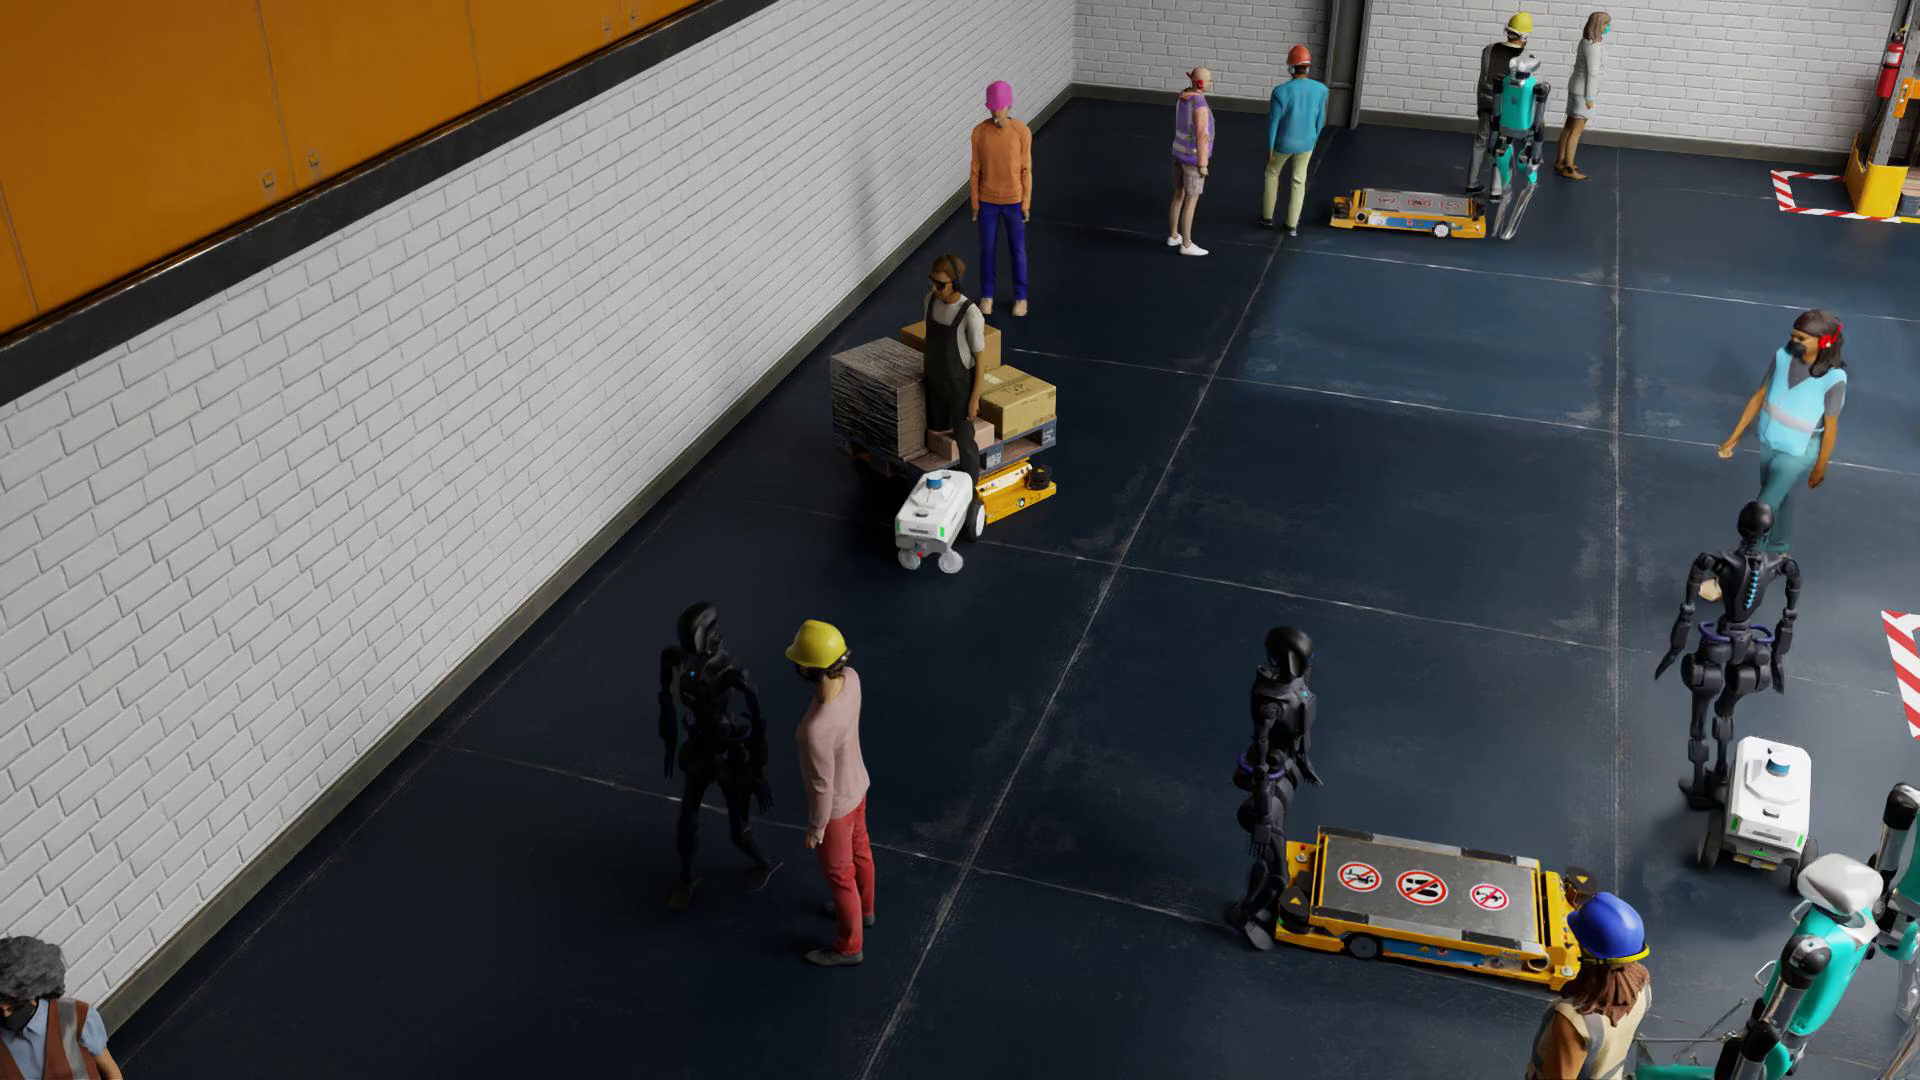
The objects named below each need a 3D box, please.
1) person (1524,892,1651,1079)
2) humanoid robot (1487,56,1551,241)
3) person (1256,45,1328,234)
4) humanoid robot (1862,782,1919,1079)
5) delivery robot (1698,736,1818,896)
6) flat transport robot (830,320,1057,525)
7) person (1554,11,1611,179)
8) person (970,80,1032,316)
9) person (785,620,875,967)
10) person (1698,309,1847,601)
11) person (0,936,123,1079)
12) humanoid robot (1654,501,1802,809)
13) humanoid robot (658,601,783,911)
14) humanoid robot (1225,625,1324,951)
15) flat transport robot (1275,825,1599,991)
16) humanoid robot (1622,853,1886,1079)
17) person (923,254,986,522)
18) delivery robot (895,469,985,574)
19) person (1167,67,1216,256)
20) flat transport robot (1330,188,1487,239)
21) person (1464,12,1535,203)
[{"bbox_3d":[2.122,1.947,5.822,0.484,1.777,0.312,-20,36,-30],"label":"person"},{"bbox_3d":[5.165,-3.537,15.287,0.717,1.873,0.533,-26,39,-37],"label":"humanoid robot"},{"bbox_3d":[3.093,-3.764,15.578,0.582,1.733,0.573,-4,31,-7],"label":"person"},{"bbox_3d":[3.957,1.471,6.691,0.546,1.777,0.943,24,38,35],"label":"humanoid robot"},{"bbox_3d":[3.927,1.322,8.113,0.499,0.614,0.815,13,33,21],"label":"delivery robot"},{"bbox_3d":[-0.067,-0.537,11.539,0.659,0.231,1.431,-25,38,-35],"label":"flat transport robot"},{"bbox_3d":[6.382,-4.547,16.985,0.343,1.659,0.484,3,31,4],"label":"person"},{"bbox_3d":[0.336,-2.814,13.736,0.517,1.974,0.403,4,31,7],"label":"person"},{"bbox_3d":[-0.569,1.111,7.257,0.329,1.767,0.526,8,31,13],"label":"person"},{"bbox_3d":[4.836,-0.507,9.953,0.940,1.825,0.501,-11,32,-17],"label":"person"},{"bbox_3d":[-3.090,2.039,5.751,0.438,1.689,0.308,-14,33,-22],"label":"person"},{"bbox_3d":[3.809,0.582,8.260,0.616,1.643,0.401,3,31,5],"label":"humanoid robot"},{"bbox_3d":[-1.115,0.989,7.584,0.608,1.643,0.516,15,33,23],"label":"humanoid robot"},{"bbox_3d":[1.404,1.083,7.392,0.342,1.656,0.589,16,34,25],"label":"humanoid robot"},{"bbox_3d":[2.216,1.704,7.726,1.431,0.231,0.659,7,31,12],"label":"flat transport robot"},{"bbox_3d":[2.808,1.810,6.107,0.560,1.798,0.749,-23,38,-34],"label":"humanoid robot"},{"bbox_3d":[-0.058,-0.979,10.737,0.333,1.844,0.507,-25,39,-36],"label":"person"},{"bbox_3d":[-0.147,-0.159,10.628,0.511,0.609,0.780,8,31,13],"label":"delivery robot"},{"bbox_3d":[2.092,-3.427,15.048,0.345,1.692,0.487,-10,32,-16],"label":"person"},{"bbox_3d":[4.307,-3.136,15.961,1.431,0.231,0.659,7,31,13],"label":"flat transport robot"},{"bbox_3d":[5.324,-4.236,16.304,0.405,1.825,0.595,-23,37,-33],"label":"person"}]
